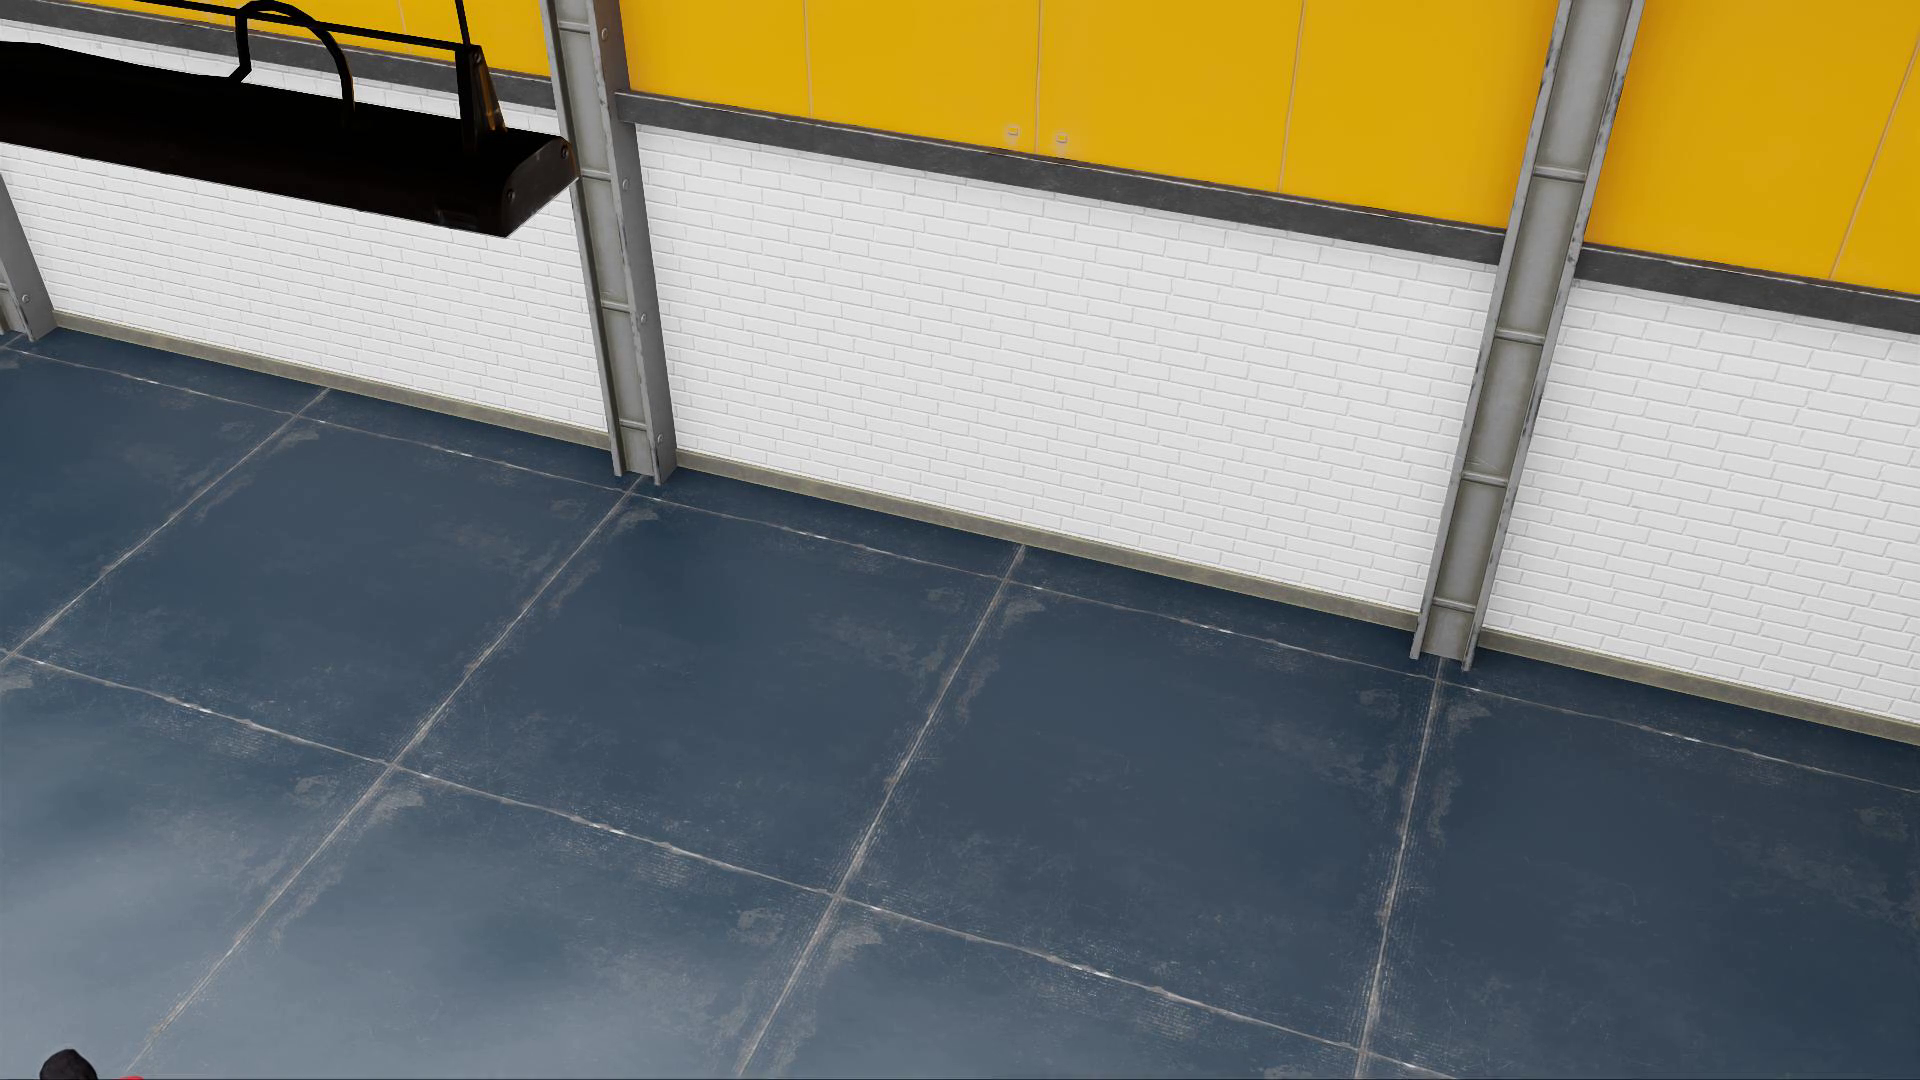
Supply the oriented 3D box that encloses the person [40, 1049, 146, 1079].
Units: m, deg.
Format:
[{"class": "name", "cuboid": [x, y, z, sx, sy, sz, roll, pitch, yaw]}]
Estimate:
[{"class": "person", "cuboid": [-3.491, 2.782, 7.078, 0.584, 1.883, 0.672, 12, 40, 14]}]
